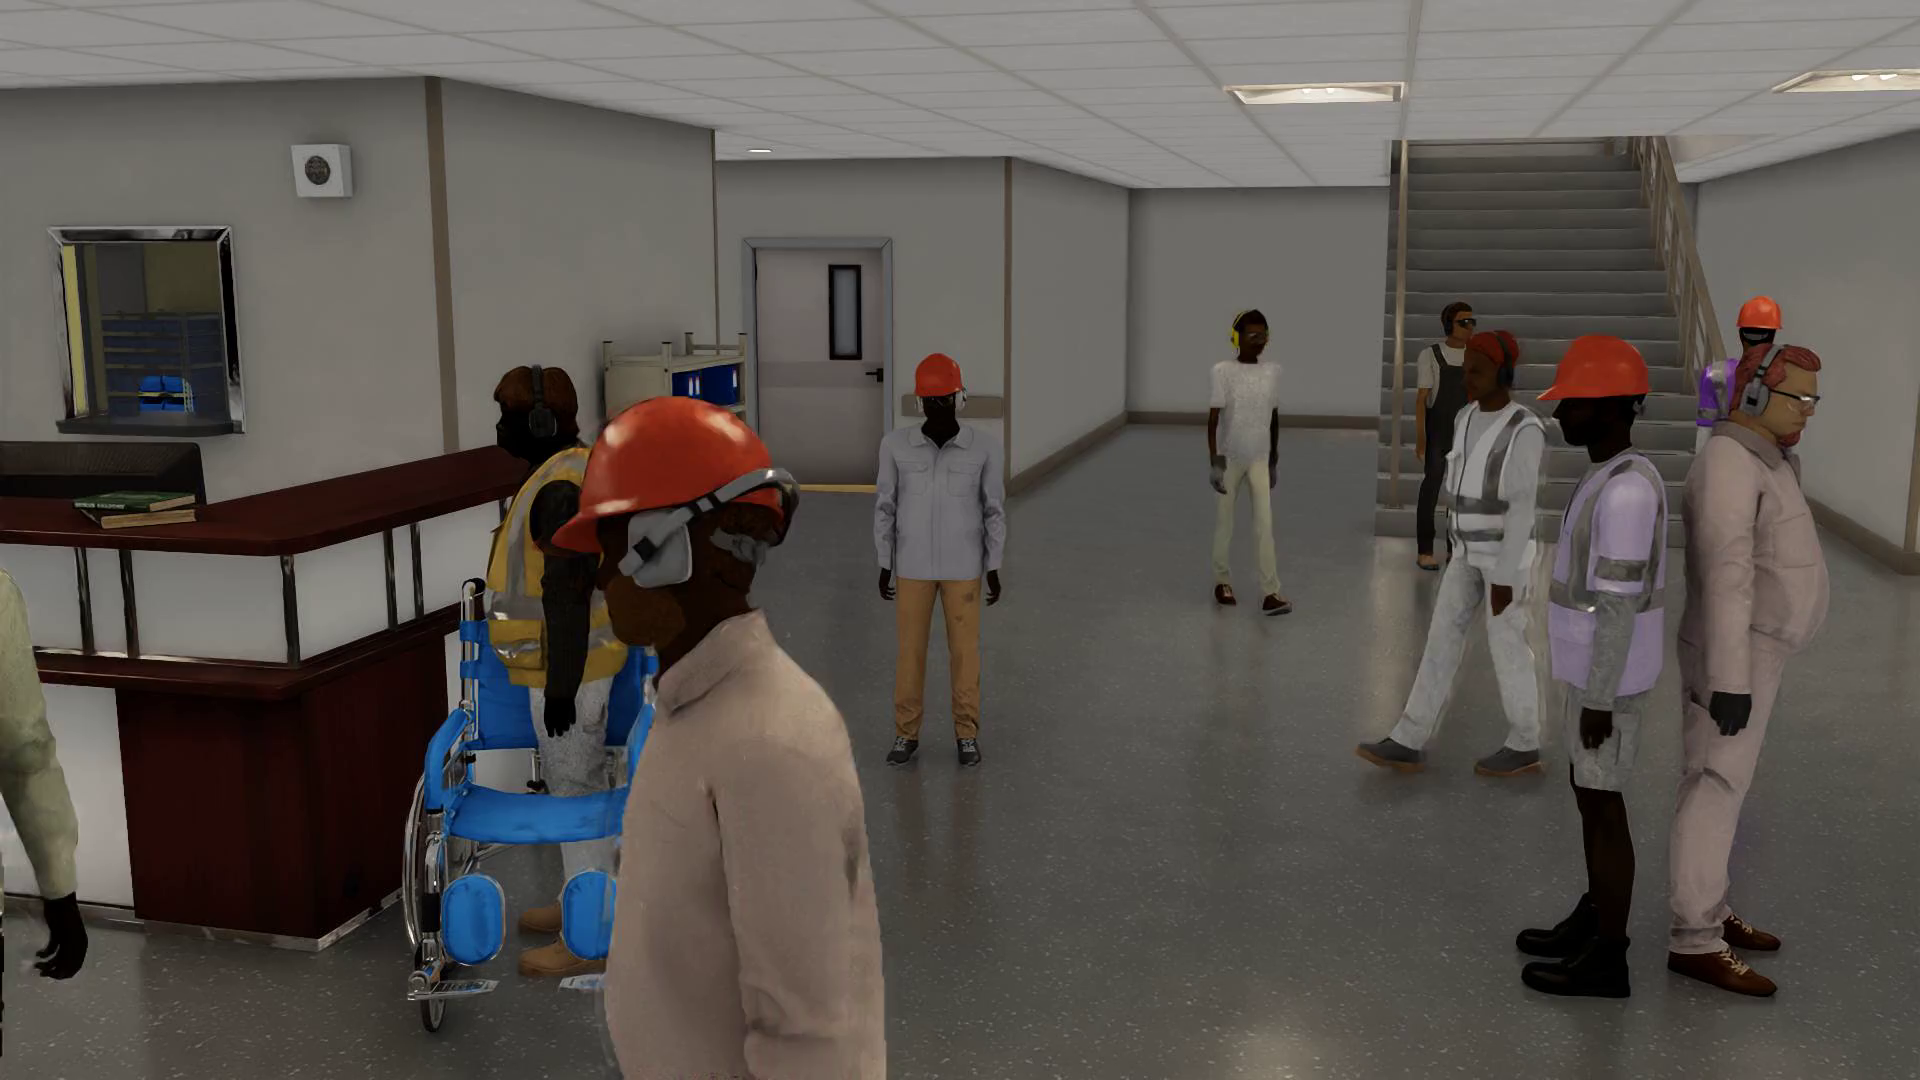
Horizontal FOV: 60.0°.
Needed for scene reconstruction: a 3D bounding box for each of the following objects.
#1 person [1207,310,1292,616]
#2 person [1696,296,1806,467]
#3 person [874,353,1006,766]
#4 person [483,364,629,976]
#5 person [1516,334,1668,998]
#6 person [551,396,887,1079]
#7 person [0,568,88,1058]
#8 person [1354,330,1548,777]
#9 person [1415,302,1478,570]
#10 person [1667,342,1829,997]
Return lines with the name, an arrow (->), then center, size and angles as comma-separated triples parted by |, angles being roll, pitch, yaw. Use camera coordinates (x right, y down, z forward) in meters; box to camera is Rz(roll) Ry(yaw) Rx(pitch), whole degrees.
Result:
person -> 1.735, -0.453, 10.001 | 0.495, 1.828, 0.917 | -1, 10, -7
person -> 4.334, -0.365, 9.165 | 0.545, 1.938, 0.359 | 4, 11, 24
person -> -0.089, 0.089, 7.033 | 0.560, 1.752, 0.326 | 1, 10, 4
person -> -1.224, 0.384, 5.076 | 0.429, 1.835, 0.631 | -3, 10, -16
person -> 1.847, 0.370, 4.872 | 0.380, 1.931, 0.545 | 3, 10, 15
person -> -0.291, 0.807, 2.223 | 0.376, 1.964, 0.657 | -4, 10, -22
person -> -1.841, 0.674, 2.915 | 0.441, 1.977, 0.655 | 4, 10, 20
person -> 2.077, 0.081, 6.773 | 0.808, 1.850, 0.605 | -3, 10, -15
person -> 3.386, -0.714, 11.481 | 0.514, 1.846, 0.339 | -2, 10, -13
person -> 2.347, 0.368, 4.962 | 0.406, 1.902, 0.636 | 5, 11, 29
